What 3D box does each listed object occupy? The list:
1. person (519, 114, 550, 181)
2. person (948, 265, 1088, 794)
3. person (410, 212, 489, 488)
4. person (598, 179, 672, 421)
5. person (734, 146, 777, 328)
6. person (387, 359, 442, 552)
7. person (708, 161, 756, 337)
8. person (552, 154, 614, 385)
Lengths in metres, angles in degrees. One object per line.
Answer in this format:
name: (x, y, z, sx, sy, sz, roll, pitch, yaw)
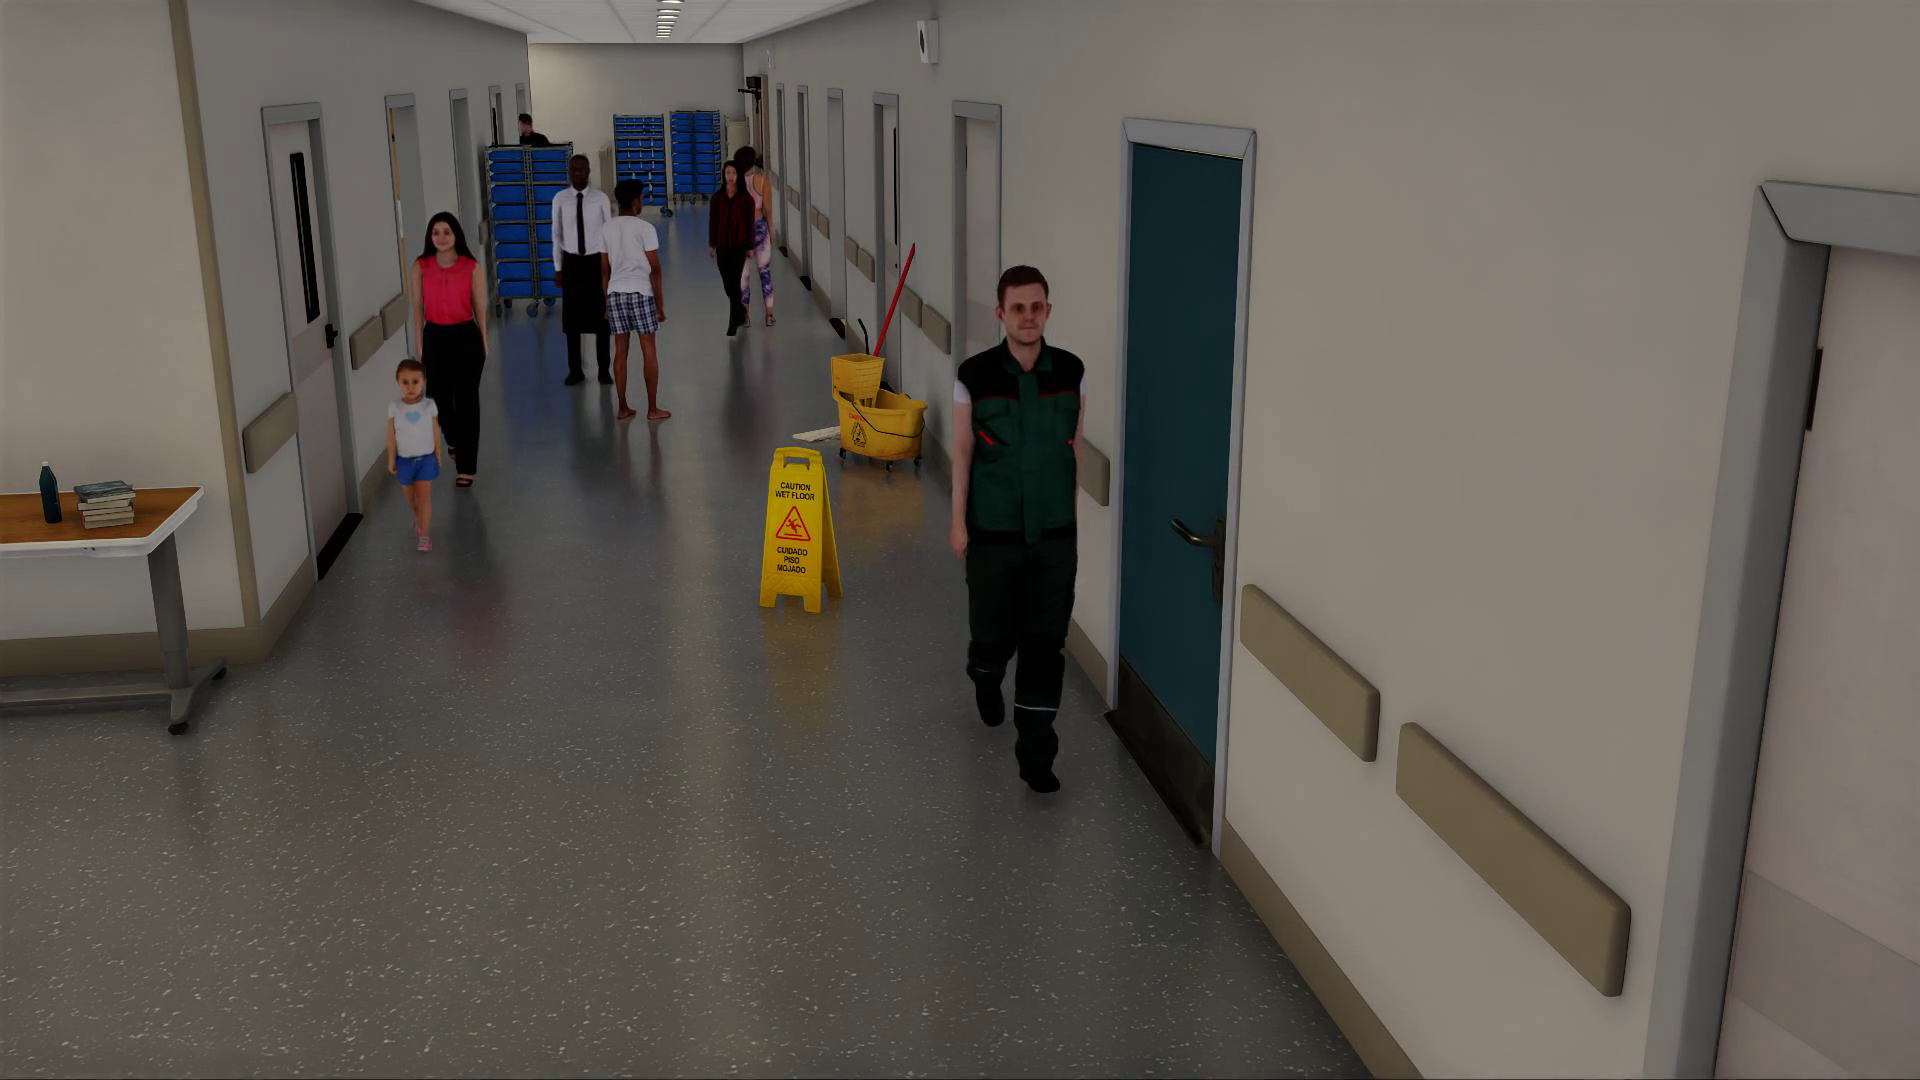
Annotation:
person: (-5.887, -4.986, 23.315, 1.077, 1.876, 1.194, 6, 17, 21)
person: (0.202, -0.058, 5.940, 0.648, 1.816, 1.072, -3, 16, -10)
person: (-3.124, -1.176, 10.235, 0.592, 1.641, 0.971, -3, 16, -9)
person: (-2.382, -1.742, 12.083, 0.712, 1.727, 0.711, 6, 17, 20)
person: (-2.070, -3.021, 16.545, 0.602, 1.767, 0.533, -4, 16, -14)
person: (-2.907, -0.462, 8.876, 0.411, 1.003, 0.731, -2, 16, -9)
person: (-2.199, -2.804, 16.037, 0.784, 1.624, 1.099, 2, 16, 6)
person: (-3.034, -2.192, 13.480, 0.651, 1.834, 0.539, -2, 16, -7)
